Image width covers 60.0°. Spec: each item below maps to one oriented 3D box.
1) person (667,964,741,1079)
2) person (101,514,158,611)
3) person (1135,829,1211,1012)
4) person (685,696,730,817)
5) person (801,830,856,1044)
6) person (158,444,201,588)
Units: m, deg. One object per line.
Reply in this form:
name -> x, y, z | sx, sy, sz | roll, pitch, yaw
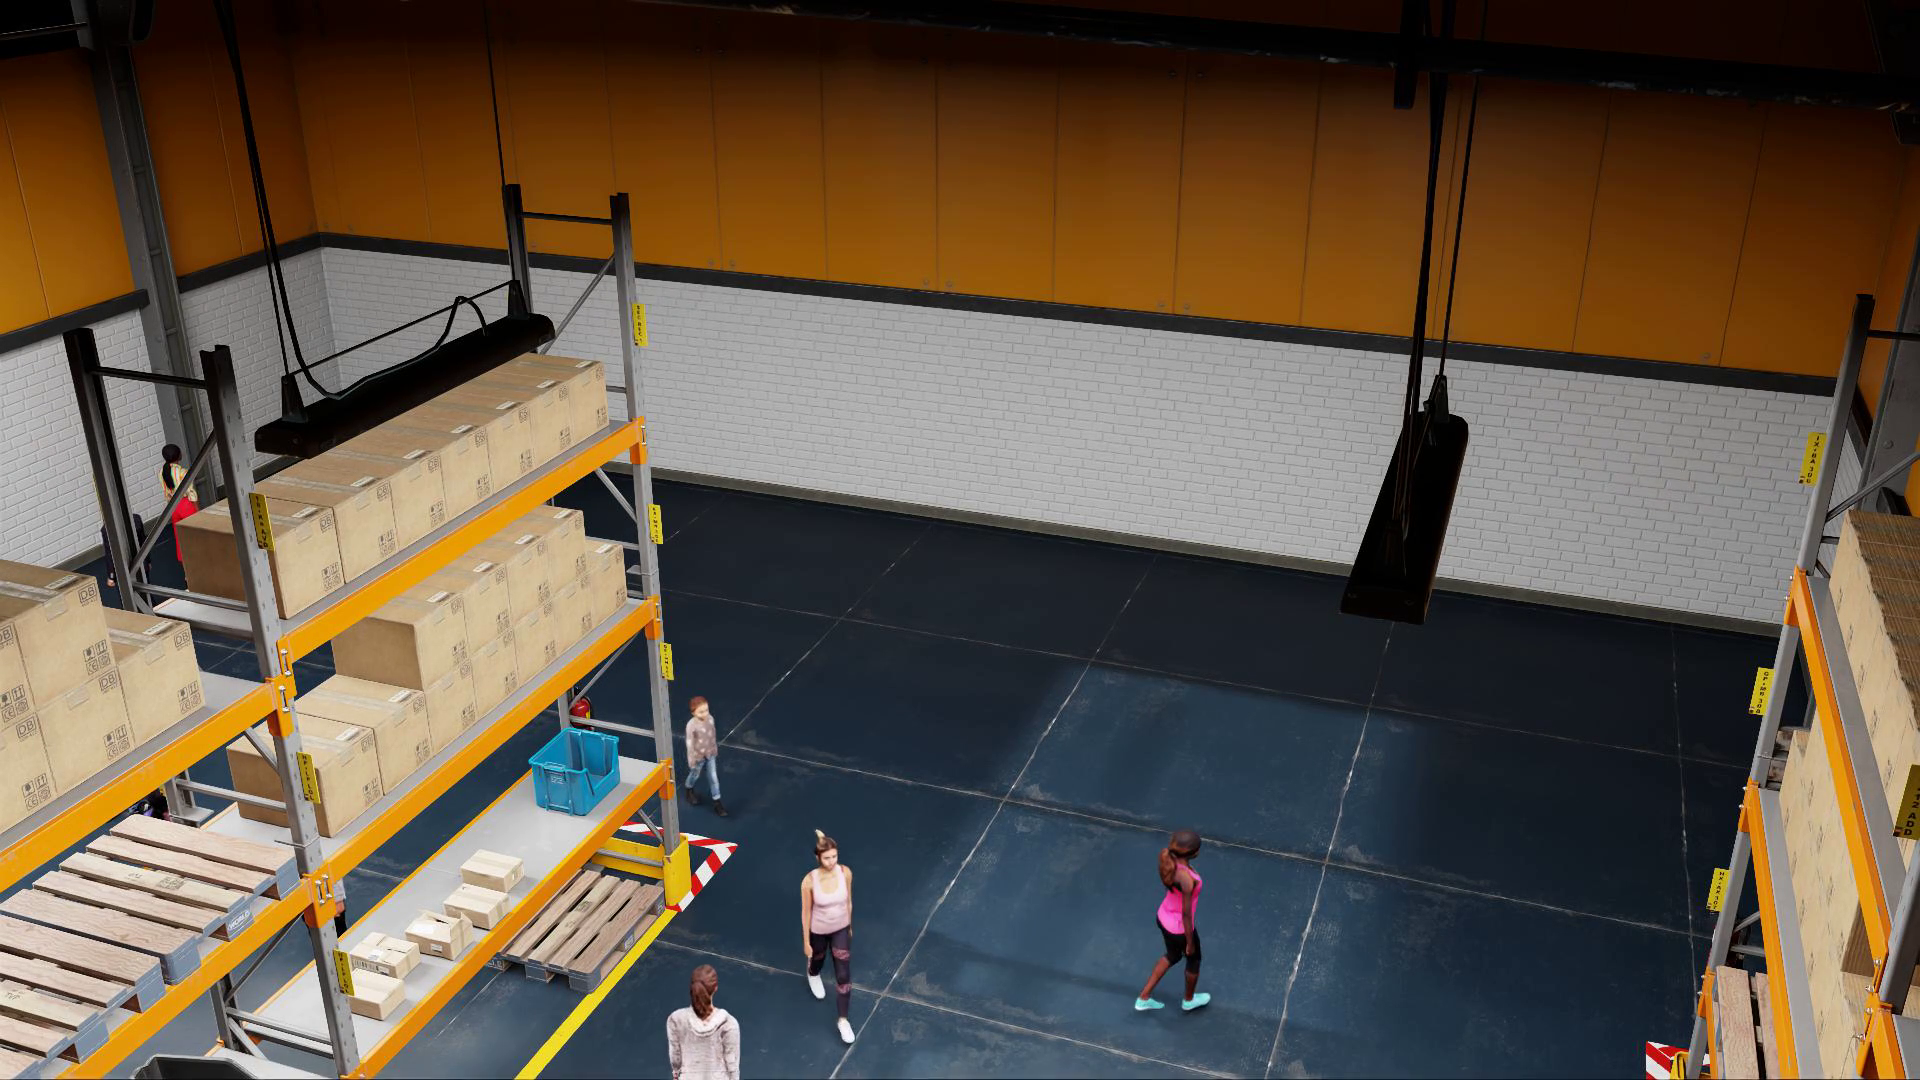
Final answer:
person -> -1.690, 3.598, 10.934 | 0.852, 1.665, 1.110 | 0, 24, 1
person -> -9.158, 0.289, 18.319 | 0.767, 1.816, 0.570 | 12, 26, 26
person -> 1.580, 2.911, 12.484 | 0.953, 1.684, 0.925 | -7, 25, -16
person -> -2.409, 1.949, 15.320 | 0.836, 1.176, 0.812 | -18, 29, -35
person -> -1.027, 2.915, 12.558 | 0.985, 1.618, 1.109 | -8, 25, -17
person -> -9.172, -0.294, 19.679 | 0.616, 1.793, 0.558 | 6, 24, 13
